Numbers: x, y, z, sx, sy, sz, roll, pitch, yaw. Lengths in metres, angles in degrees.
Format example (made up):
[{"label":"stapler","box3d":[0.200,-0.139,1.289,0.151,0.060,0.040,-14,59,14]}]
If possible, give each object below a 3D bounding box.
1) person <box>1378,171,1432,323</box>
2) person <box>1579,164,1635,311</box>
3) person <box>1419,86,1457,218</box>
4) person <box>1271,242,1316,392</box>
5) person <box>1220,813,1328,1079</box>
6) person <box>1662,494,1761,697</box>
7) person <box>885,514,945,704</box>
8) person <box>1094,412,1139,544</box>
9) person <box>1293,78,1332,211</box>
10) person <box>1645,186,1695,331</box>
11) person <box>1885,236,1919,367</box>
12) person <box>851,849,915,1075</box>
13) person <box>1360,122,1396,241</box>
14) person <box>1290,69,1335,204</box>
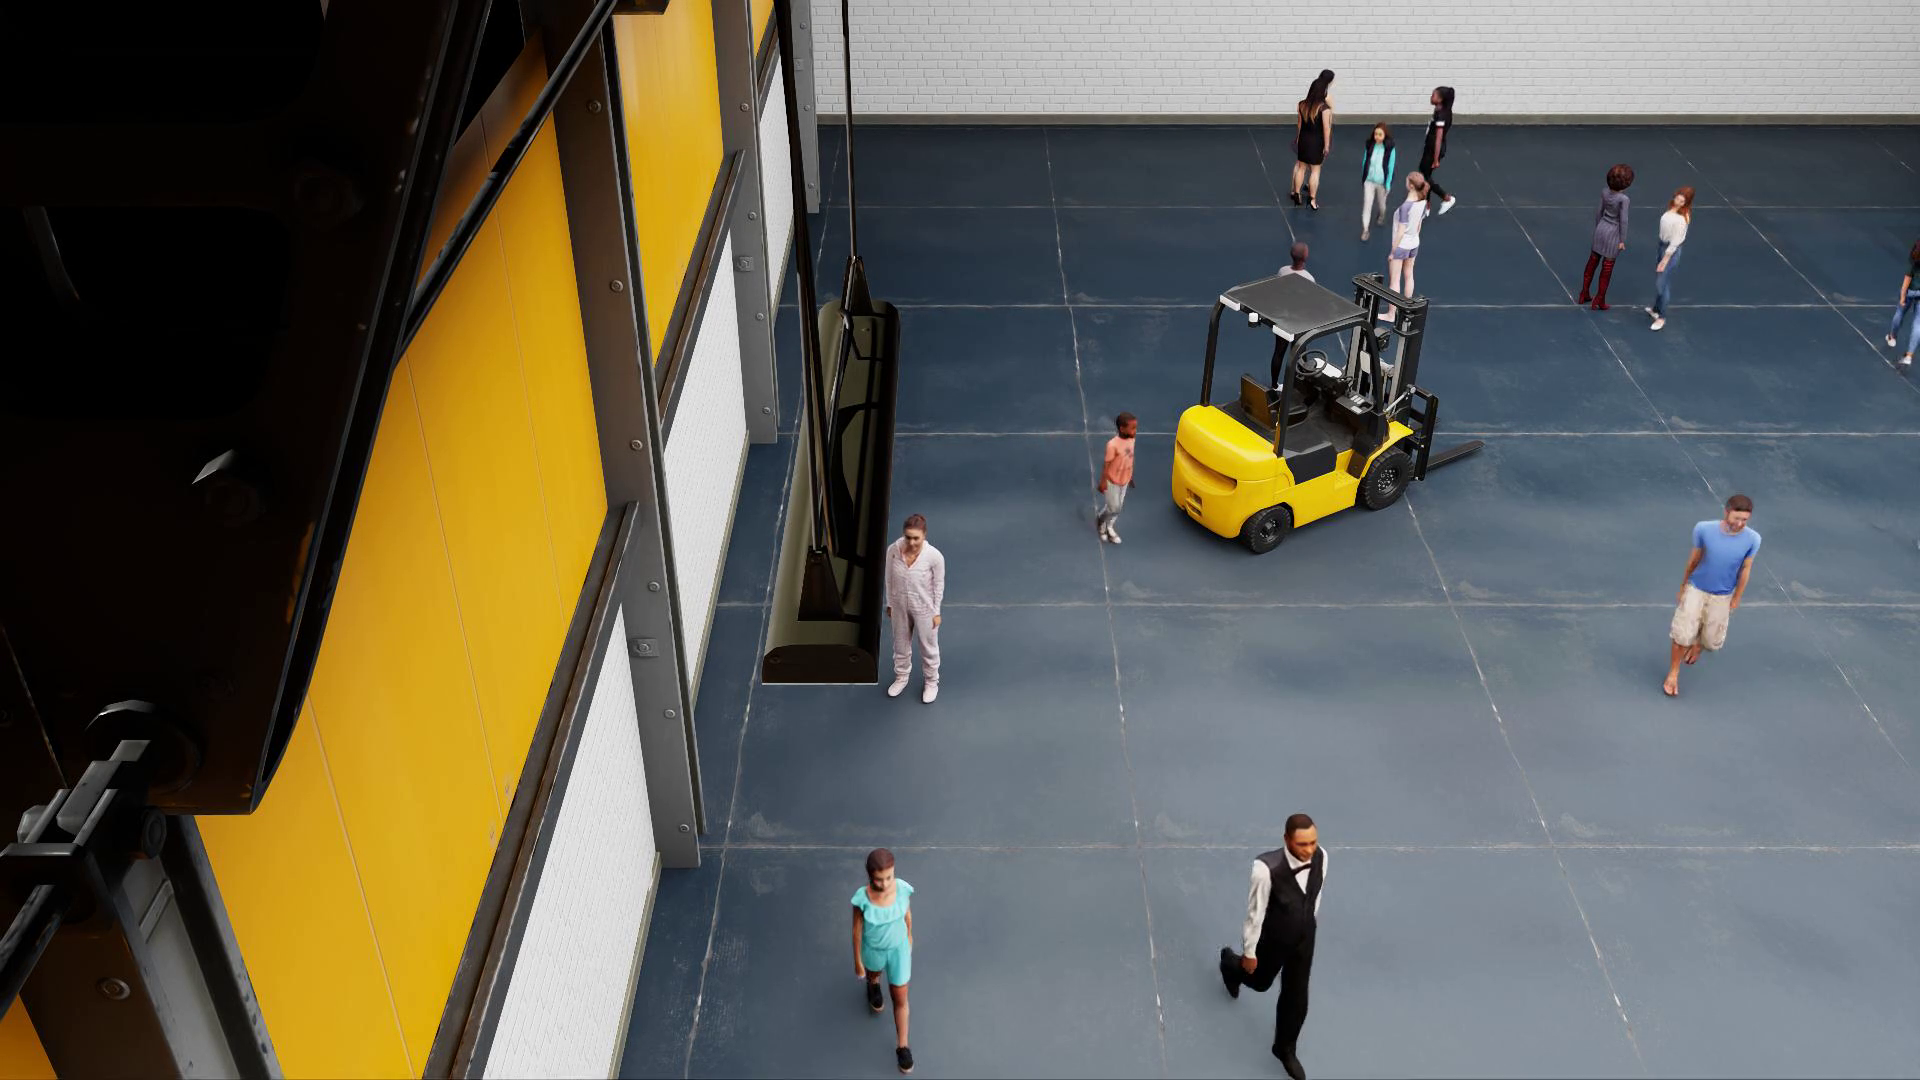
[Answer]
[{"label":"person","box3d":[5.032,-3.324,18.800,0.686,1.768,0.736,-24,40,-31]},{"label":"person","box3d":[7.431,-3.480,19.087,0.716,1.711,0.599,-16,37,-22]},{"label":"person","box3d":[6.146,-4.944,21.286,0.782,1.715,0.805,7,34,10]},{"label":"person","box3d":[3.427,-2.252,17.185,0.750,1.770,0.689,-29,43,-36]},{"label":"person","box3d":[1.919,2.349,10.158,0.995,1.887,1.296,-12,36,-18]},{"label":"person","box3d":[5.941,0.359,13.194,0.850,1.842,0.988,16,37,23]},{"label":"person","box3d":[-0.352,0.513,13.096,0.701,1.692,0.670,10,35,14]},{"label":"person","box3d":[1.382,-0.593,15.118,0.624,1.296,0.672,-19,38,-26]},{"label":"person","box3d":[4.563,-5.135,21.567,0.747,1.721,0.806,29,43,36]},{"label":"person","box3d":[8.001,-3.249,18.751,0.840,1.698,0.527,13,36,19]},{"label":"person","box3d":[10.368,-2.638,17.939,0.822,1.579,1.177,10,35,15]},{"label":"person","box3d":[-0.496,2.465,10.319,0.715,1.516,1.111,-7,34,-11]},{"label":"person","box3d":[5.261,-4.531,20.879,0.795,1.476,0.992,15,36,21]},{"label":"person","box3d":[4.622,-5.230,21.684,0.837,1.750,0.901,19,38,26]}]
